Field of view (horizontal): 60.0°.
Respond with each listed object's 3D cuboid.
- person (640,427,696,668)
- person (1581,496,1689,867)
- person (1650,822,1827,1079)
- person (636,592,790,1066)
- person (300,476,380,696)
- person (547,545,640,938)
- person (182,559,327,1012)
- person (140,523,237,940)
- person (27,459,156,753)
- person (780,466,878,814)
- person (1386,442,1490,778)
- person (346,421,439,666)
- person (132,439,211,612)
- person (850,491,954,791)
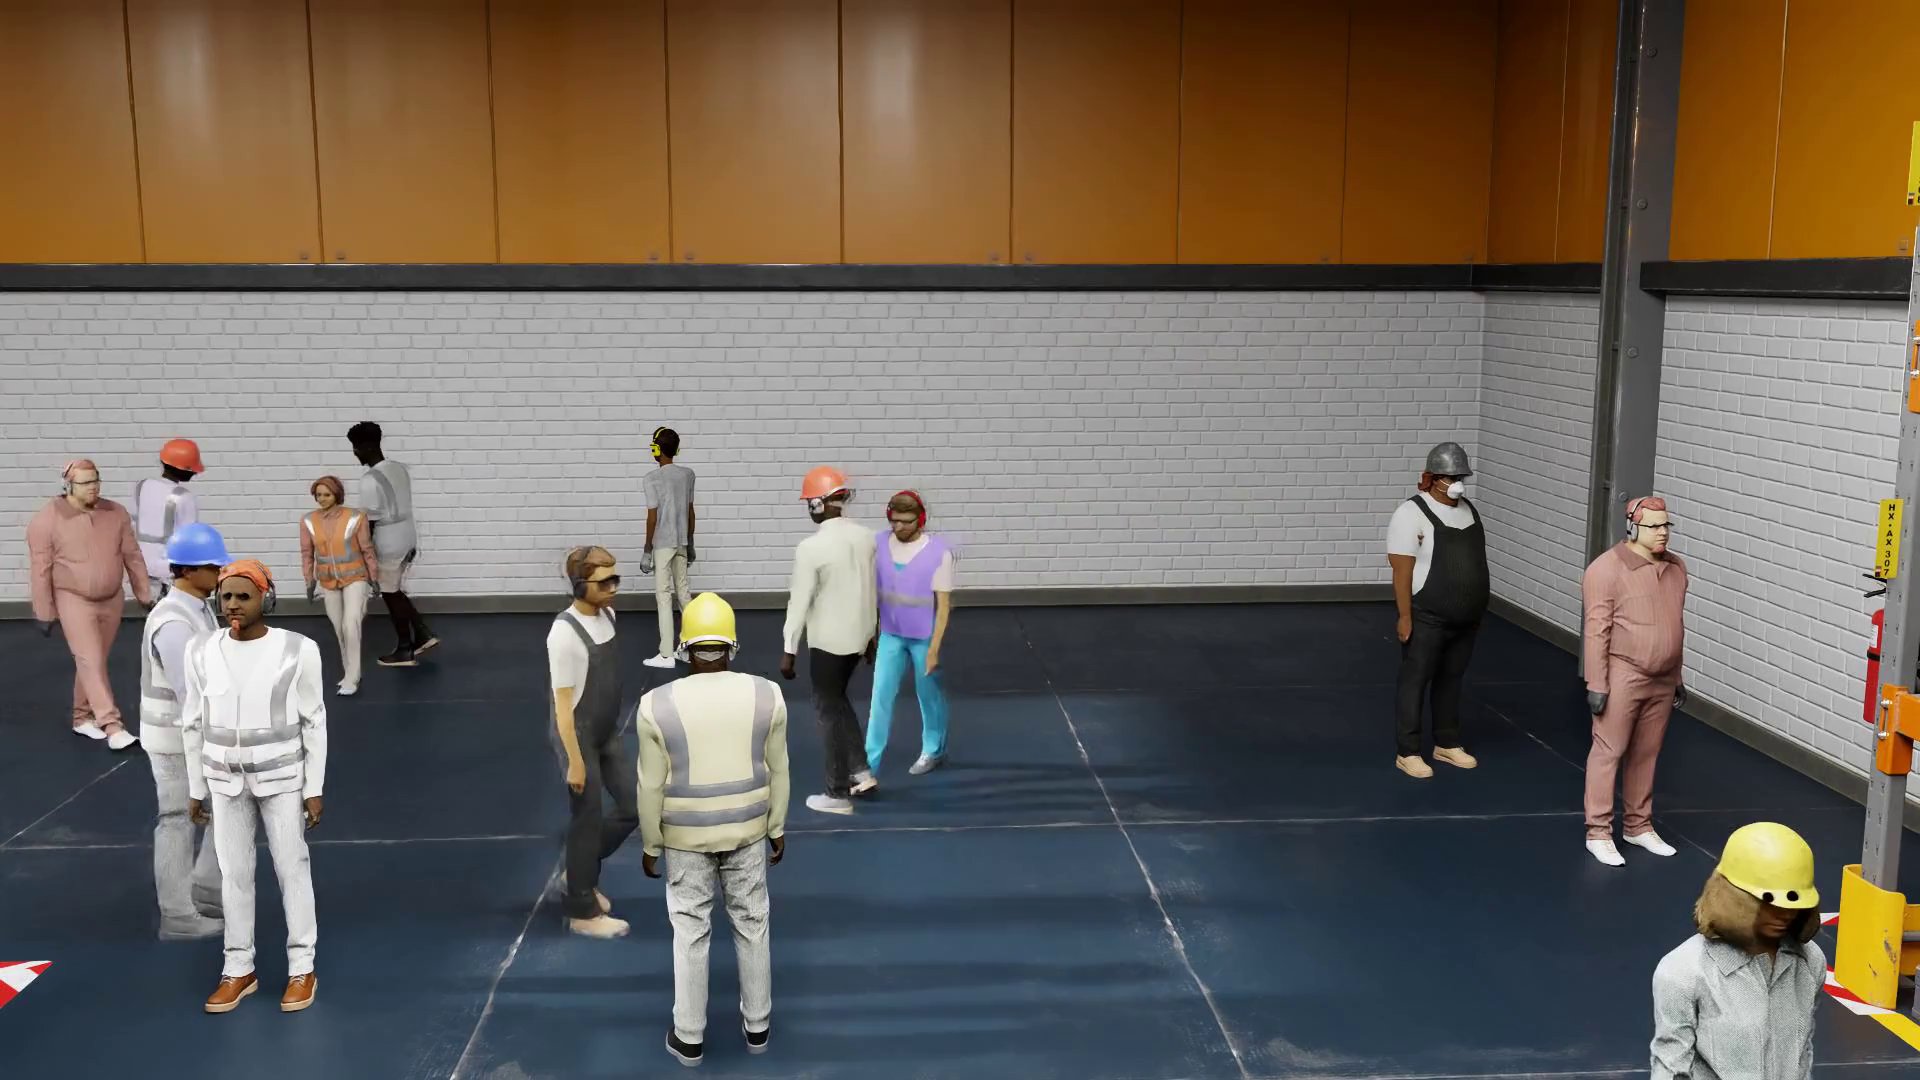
[{"bbox_3d":[-2.266,0.057,12.893,0.323,1.871,0.530,7,11,37],"label":"person"},{"bbox_3d":[3.514,0.721,8.611,0.645,1.908,0.408,-4,10,-24],"label":"person"},{"bbox_3d":[1.907,1.524,4.081,0.493,1.740,0.325,-3,10,-18],"label":"person"},{"bbox_3d":[-0.950,1.108,6.409,0.590,1.833,0.404,-3,10,-21],"label":"person"},{"bbox_3d":[-4.505,0.334,12.021,0.525,1.592,0.779,1,9,3],"label":"person"},{"bbox_3d":[-1.652,0.923,7.573,0.409,1.830,0.554,2,9,15],"label":"person"},{"bbox_3d":[-2.903,1.011,6.859,0.574,1.884,0.356,0,9,-2],"label":"person"},{"bbox_3d":[-3.459,0.876,7.566,0.520,1.924,0.598,-1,9,-8],"label":"person"},{"bbox_3d":[-5.491,0.415,10.644,0.954,1.860,0.658,5,10,28],"label":"person"},{"bbox_3d":[-0.725,0.573,9.387,0.462,1.971,0.648,6,11,34],"label":"person"},{"bbox_3d":[2.950,0.415,10.112,0.688,2.000,0.539,-5,10,-30],"label":"person"},{"bbox_3d":[-4.426,0.046,12.794,0.462,1.932,0.649,0,9,3],"label":"person"},{"bbox_3d":[-5.619,0.223,11.829,0.663,1.886,0.400,3,10,19],"label":"person"},{"bbox_3d":[-0.347,0.588,9.824,0.636,1.781,0.957,5,10,27],"label":"person"}]
